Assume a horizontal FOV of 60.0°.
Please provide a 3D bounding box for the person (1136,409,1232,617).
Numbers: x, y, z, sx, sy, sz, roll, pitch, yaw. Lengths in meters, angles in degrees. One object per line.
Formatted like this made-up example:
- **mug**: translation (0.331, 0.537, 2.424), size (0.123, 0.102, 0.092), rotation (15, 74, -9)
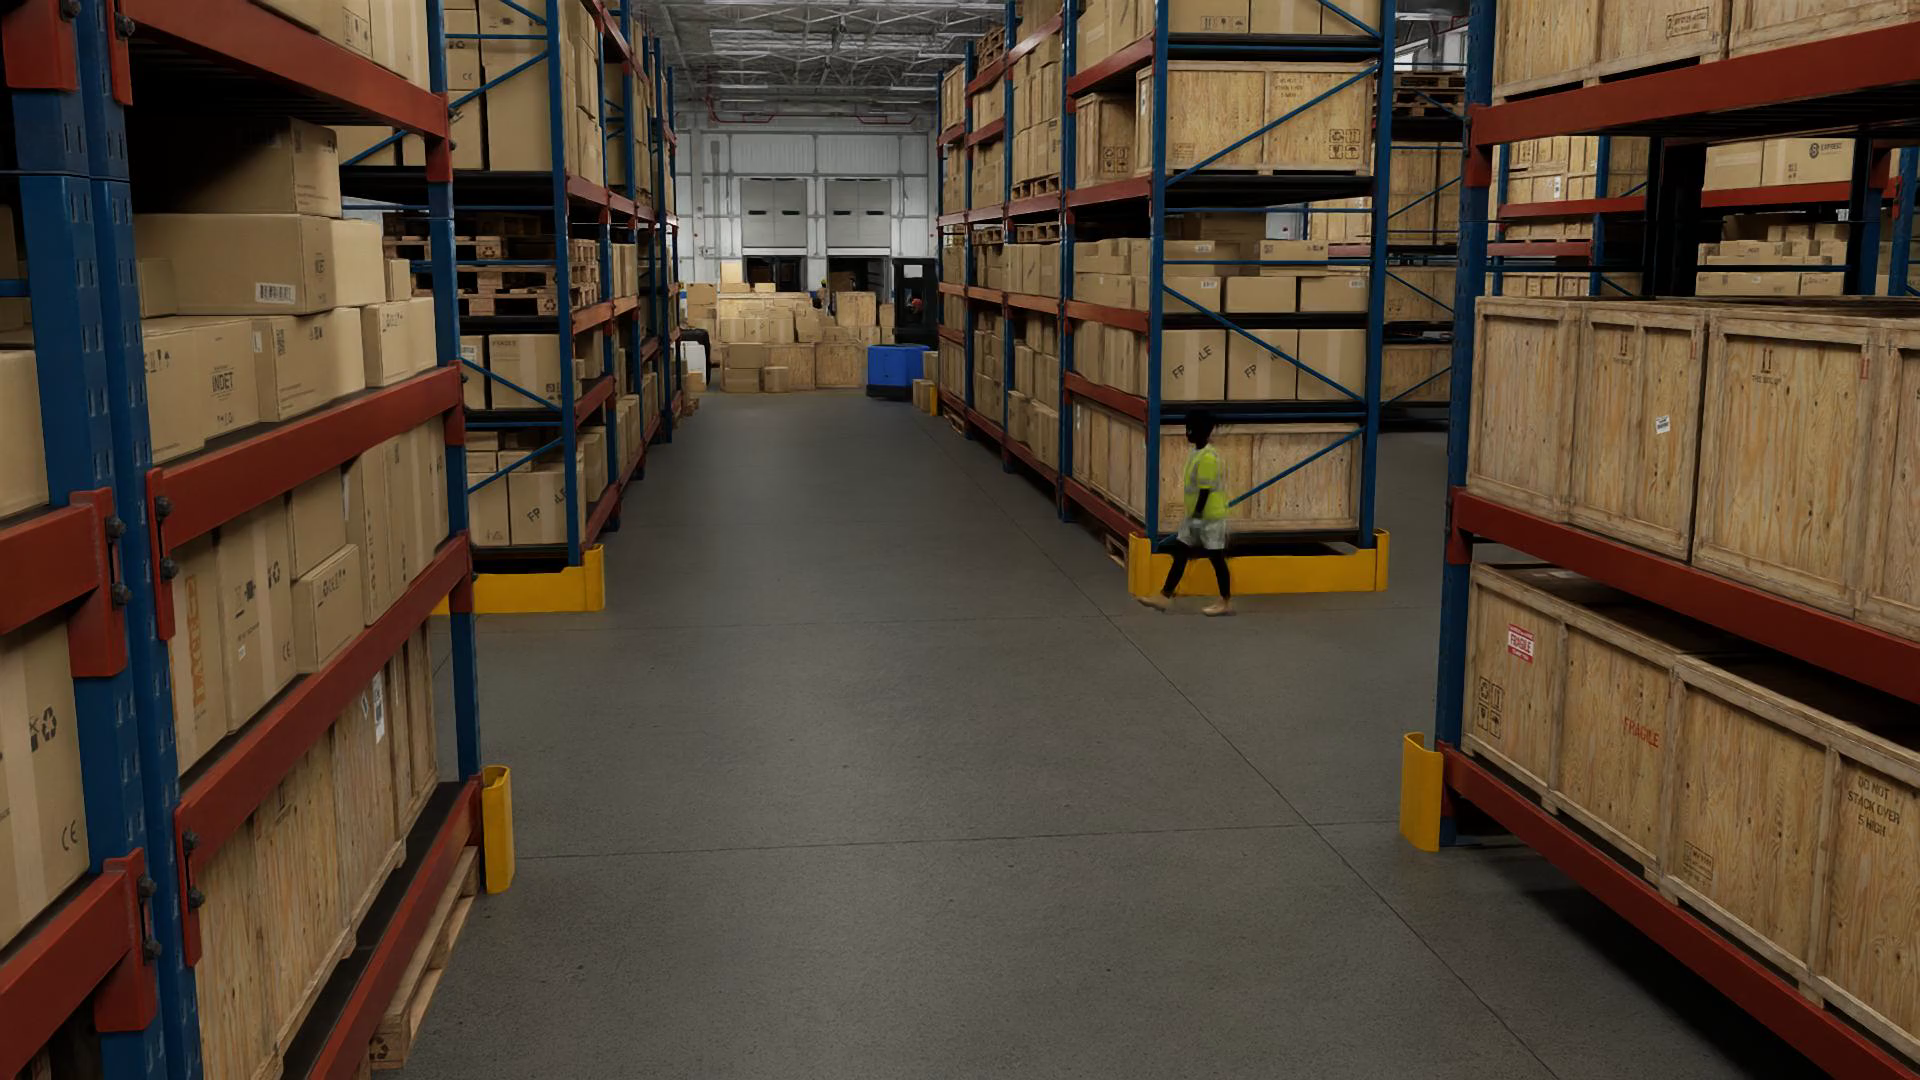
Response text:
- **person**: translation (1.815, -0.201, 13.249), size (0.820, 1.656, 0.557), rotation (-1, 10, -8)

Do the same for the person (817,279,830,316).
- **person**: translation (-5.328, -9.225, 65.044), size (0.585, 1.928, 0.368), rotation (6, 12, 32)

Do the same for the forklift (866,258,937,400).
- **forklift**: translation (-0.924, -4.260, 33.368), size (1.129, 2.768, 1.873), rotation (8, 12, 37)

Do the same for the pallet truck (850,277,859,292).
- **pallet truck**: translation (-3.782, -9.391, 65.808), size (1.885, 1.965, 0.823), rotation (2, 10, 10)

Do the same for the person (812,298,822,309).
- **person**: translation (-3.516, -5.011, 40.767), size (0.429, 1.839, 0.634), rotation (-5, 11, -29)

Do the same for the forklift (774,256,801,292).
- **forklift**: translation (-6.208, -8.857, 60.127), size (1.129, 2.768, 1.873), rotation (-6, 12, -33)

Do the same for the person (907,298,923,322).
- **person**: translation (-0.887, -3.991, 34.371), size (0.379, 1.996, 0.611), rotation (-5, 11, -27)
